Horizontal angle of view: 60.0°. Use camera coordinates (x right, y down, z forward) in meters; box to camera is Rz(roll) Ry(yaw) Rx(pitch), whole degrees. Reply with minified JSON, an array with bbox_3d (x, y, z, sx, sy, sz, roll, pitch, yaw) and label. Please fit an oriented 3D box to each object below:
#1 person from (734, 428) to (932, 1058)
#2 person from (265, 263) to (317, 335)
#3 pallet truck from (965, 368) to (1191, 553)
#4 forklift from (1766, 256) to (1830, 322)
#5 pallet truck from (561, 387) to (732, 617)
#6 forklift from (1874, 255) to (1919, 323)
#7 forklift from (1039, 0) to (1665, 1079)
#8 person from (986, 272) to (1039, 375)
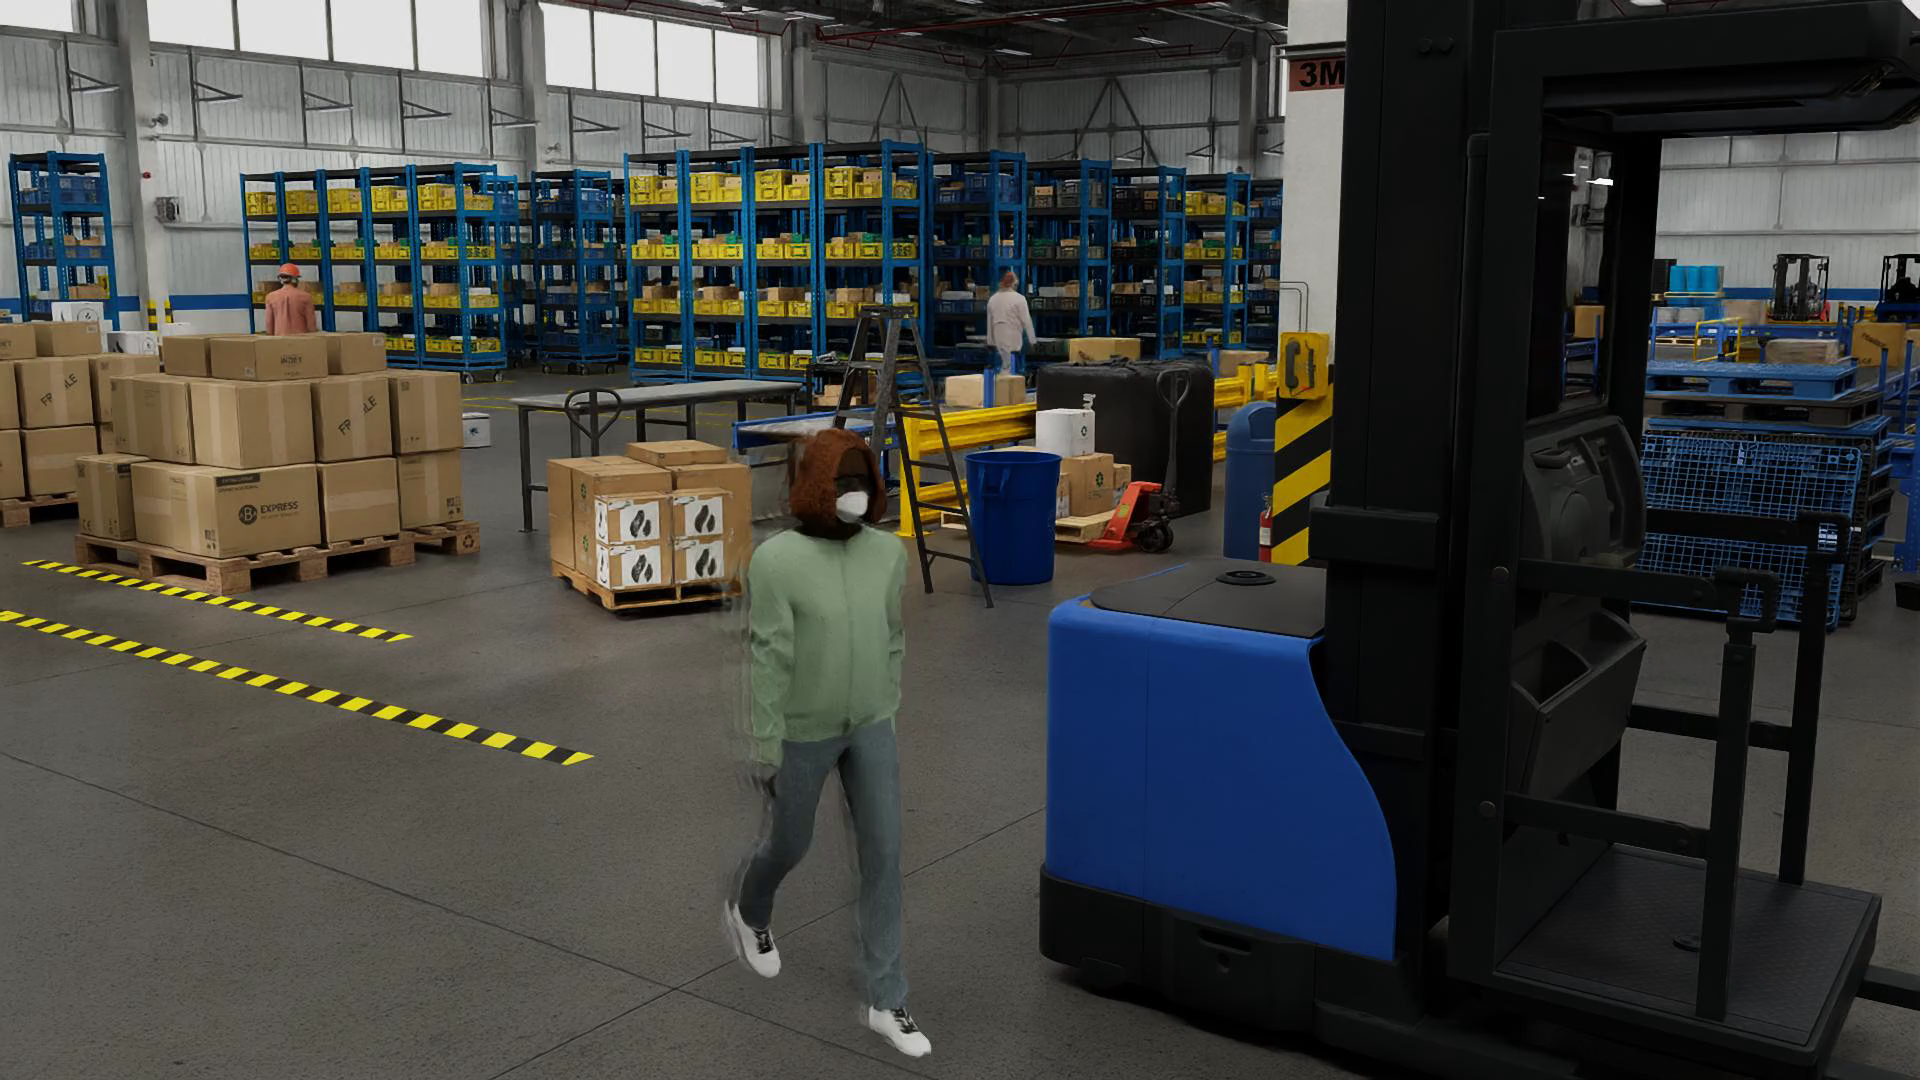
[{"bbox_3d":[-0.369,0.489,4.437,0.502,1.605,0.806,-7,12,-34],"label":"person"},{"bbox_3d":[-8.549,-2.541,21.315,0.614,1.990,0.392,-1,10,-6],"label":"person"},{"bbox_3d":[0.845,-0.609,11.869,1.630,1.274,0.653,7,12,35],"label":"pallet truck"},{"bbox_3d":[20.253,-5.854,40.139,1.157,1.987,2.680,7,12,35],"label":"forklift"},{"bbox_3d":[-1.981,-0.274,10.088,0.680,1.201,1.601,-5,11,-28],"label":"pallet truck"},{"bbox_3d":[22.089,-5.634,38.796,1.157,1.987,2.680,6,11,33],"label":"forklift"},{"bbox_3d":[1.249,-0.137,4.360,1.873,2.768,1.129,7,12,35],"label":"forklift"},{"bbox_3d":[0.746,-2.693,22.605,0.959,1.867,0.661,-9,13,-42],"label":"person"}]
